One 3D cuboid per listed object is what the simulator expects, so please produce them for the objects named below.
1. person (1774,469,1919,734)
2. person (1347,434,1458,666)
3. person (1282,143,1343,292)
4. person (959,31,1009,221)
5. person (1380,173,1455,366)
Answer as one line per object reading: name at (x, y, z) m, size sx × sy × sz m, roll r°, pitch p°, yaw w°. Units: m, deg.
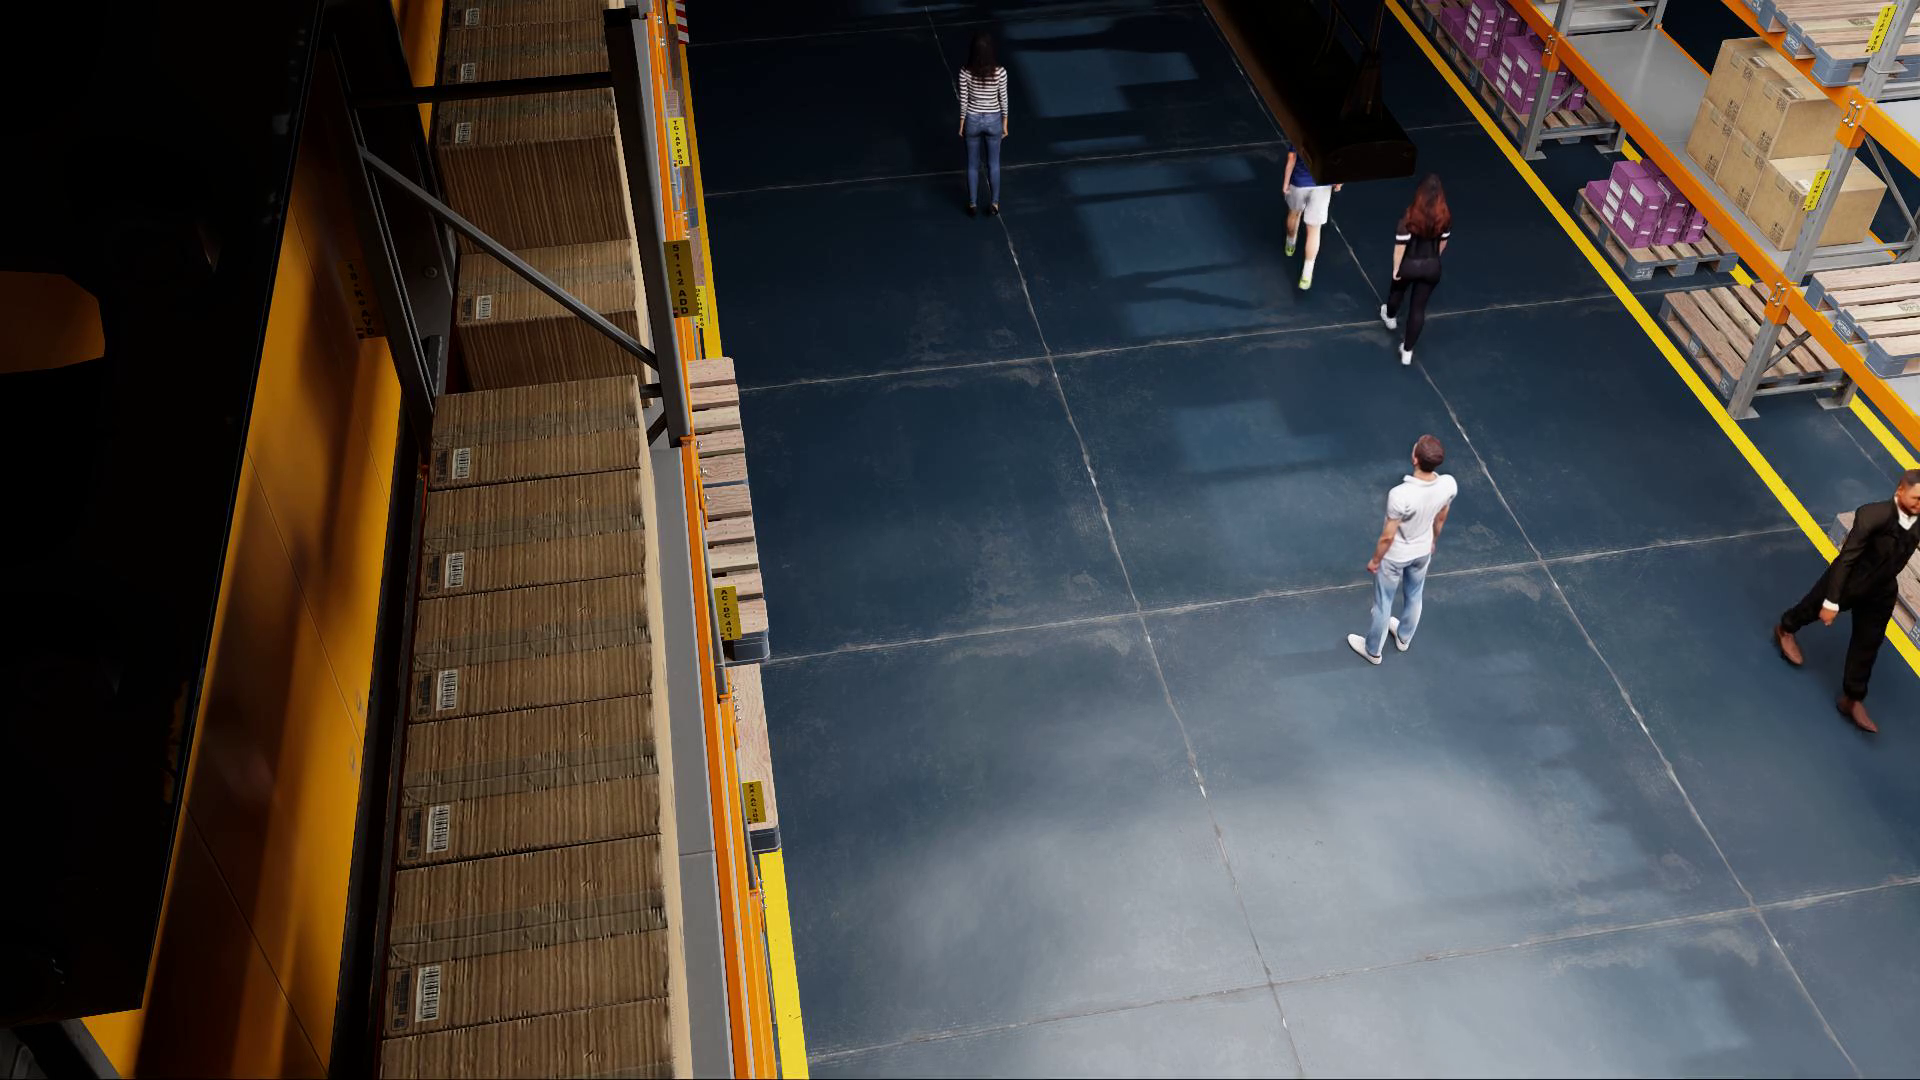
person at (5.683, 0.220, 10.639) m, size 0.740 × 1.857 × 1.256 m, roll -9°, pitch 44°, yaw -9°
person at (2.896, 0.073, 10.798) m, size 0.694 × 1.851 × 0.625 m, roll -17°, pitch 46°, yaw -17°
person at (2.961, -2.942, 14.036) m, size 0.932 × 1.748 × 1.277 m, roll 7°, pitch 44°, yaw 8°
person at (0.202, -3.660, 14.756) m, size 0.623 × 1.796 × 0.542 m, roll 0°, pitch 44°, yaw 0°
person at (3.671, -2.130, 13.285) m, size 0.724 × 1.609 × 0.995 m, roll 2°, pitch 44°, yaw 2°
